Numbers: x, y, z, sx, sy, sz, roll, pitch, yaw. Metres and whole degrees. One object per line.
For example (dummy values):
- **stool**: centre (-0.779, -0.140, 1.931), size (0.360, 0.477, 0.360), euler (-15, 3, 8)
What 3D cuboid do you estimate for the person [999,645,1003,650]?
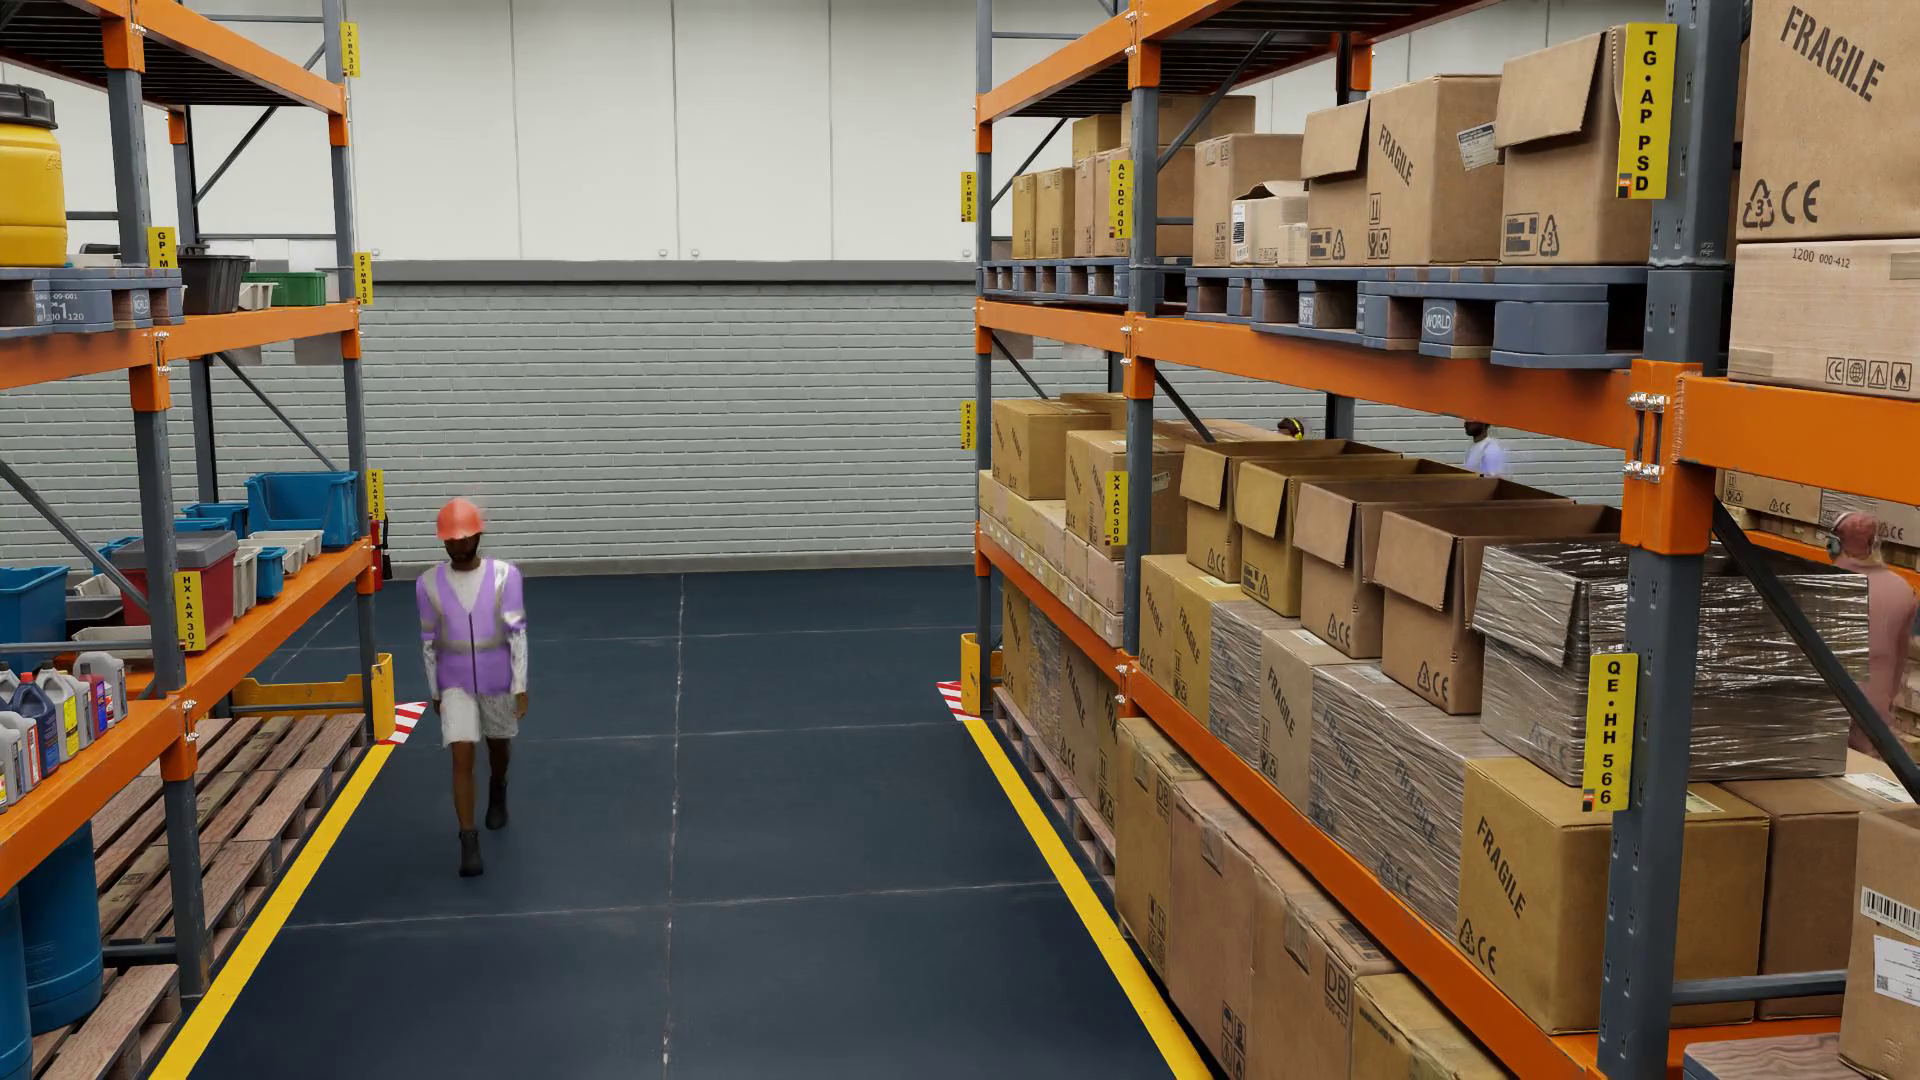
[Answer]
- **person**: centre (0.490, 0.109, 13.062), size (0.310, 1.638, 0.523), euler (-3, 10, -16)

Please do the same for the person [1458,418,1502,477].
- **person**: centre (4.519, -0.263, 14.460), size (0.464, 1.927, 0.544), euler (0, 9, 0)

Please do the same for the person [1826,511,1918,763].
- **person**: centre (4.368, 0.773, 8.298), size (0.675, 1.850, 1.002), euler (-1, 9, -5)

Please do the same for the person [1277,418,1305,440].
- **person**: centre (2.655, -0.063, 13.481), size (0.651, 1.844, 0.552), euler (-5, 10, -27)

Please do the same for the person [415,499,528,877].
- **person**: centre (-2.527, 0.700, 8.667), size (0.542, 1.896, 0.990), euler (-2, 10, -15)
